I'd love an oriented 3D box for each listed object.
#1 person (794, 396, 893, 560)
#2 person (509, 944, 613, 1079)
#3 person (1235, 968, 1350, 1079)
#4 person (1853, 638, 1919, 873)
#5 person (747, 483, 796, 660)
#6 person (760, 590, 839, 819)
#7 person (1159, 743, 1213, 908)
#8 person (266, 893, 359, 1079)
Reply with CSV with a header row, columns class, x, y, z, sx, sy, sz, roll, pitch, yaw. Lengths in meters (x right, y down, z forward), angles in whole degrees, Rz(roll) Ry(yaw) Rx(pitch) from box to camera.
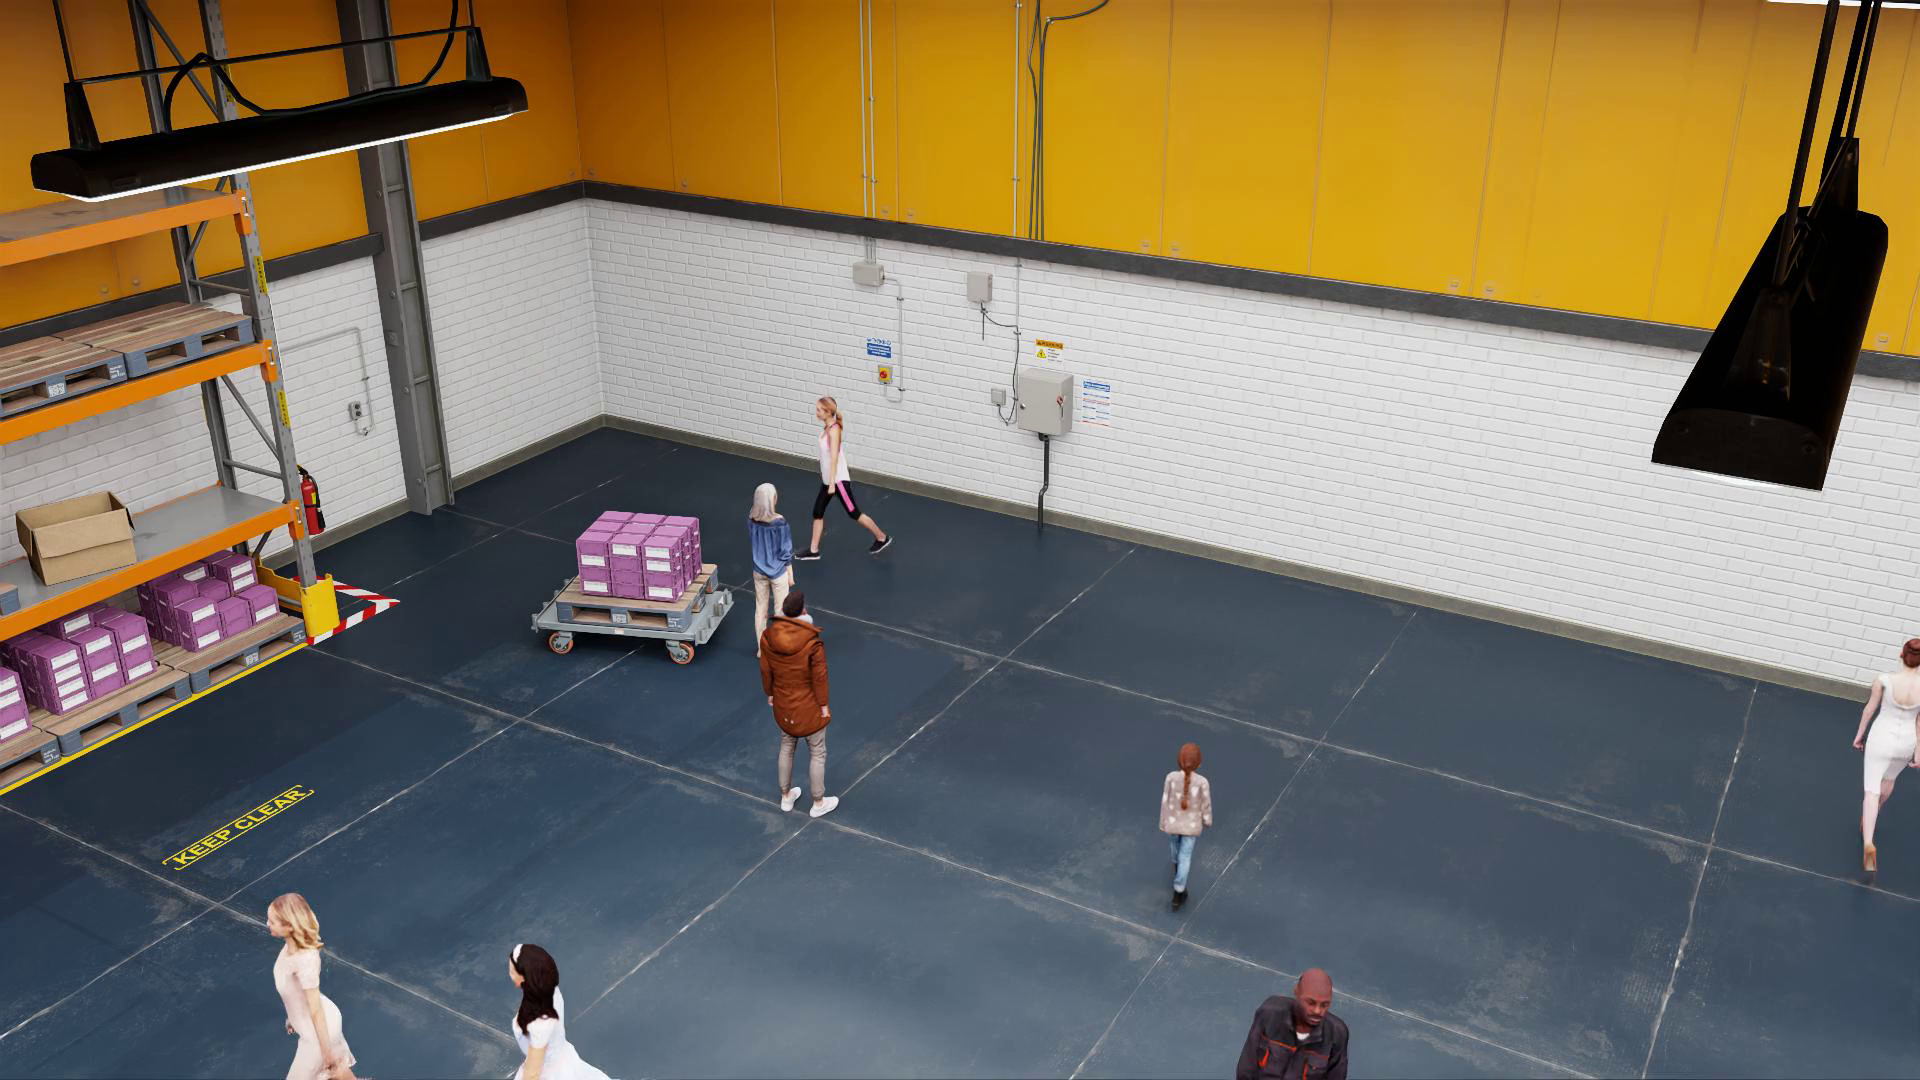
class,x,y,z,sx,sy,sz,roll,pitch,yaw
person,-1.119,-0.579,16.644,1.244,1.730,1.185,-5,24,-12
person,-2.005,2.897,8.674,1.224,1.745,1.114,-7,25,-17
person,1.699,2.892,8.624,0.823,1.795,1.235,10,25,21
person,6.575,1.533,11.780,0.650,1.757,1.086,10,26,22
person,-1.674,0.286,14.711,0.603,1.694,0.551,14,27,29
person,-1.198,1.215,12.406,0.718,1.838,0.713,11,26,23
person,1.535,1.985,11.487,0.588,1.164,0.842,8,25,18
person,-3.398,2.692,9.074,1.023,1.800,0.929,-8,25,-18
